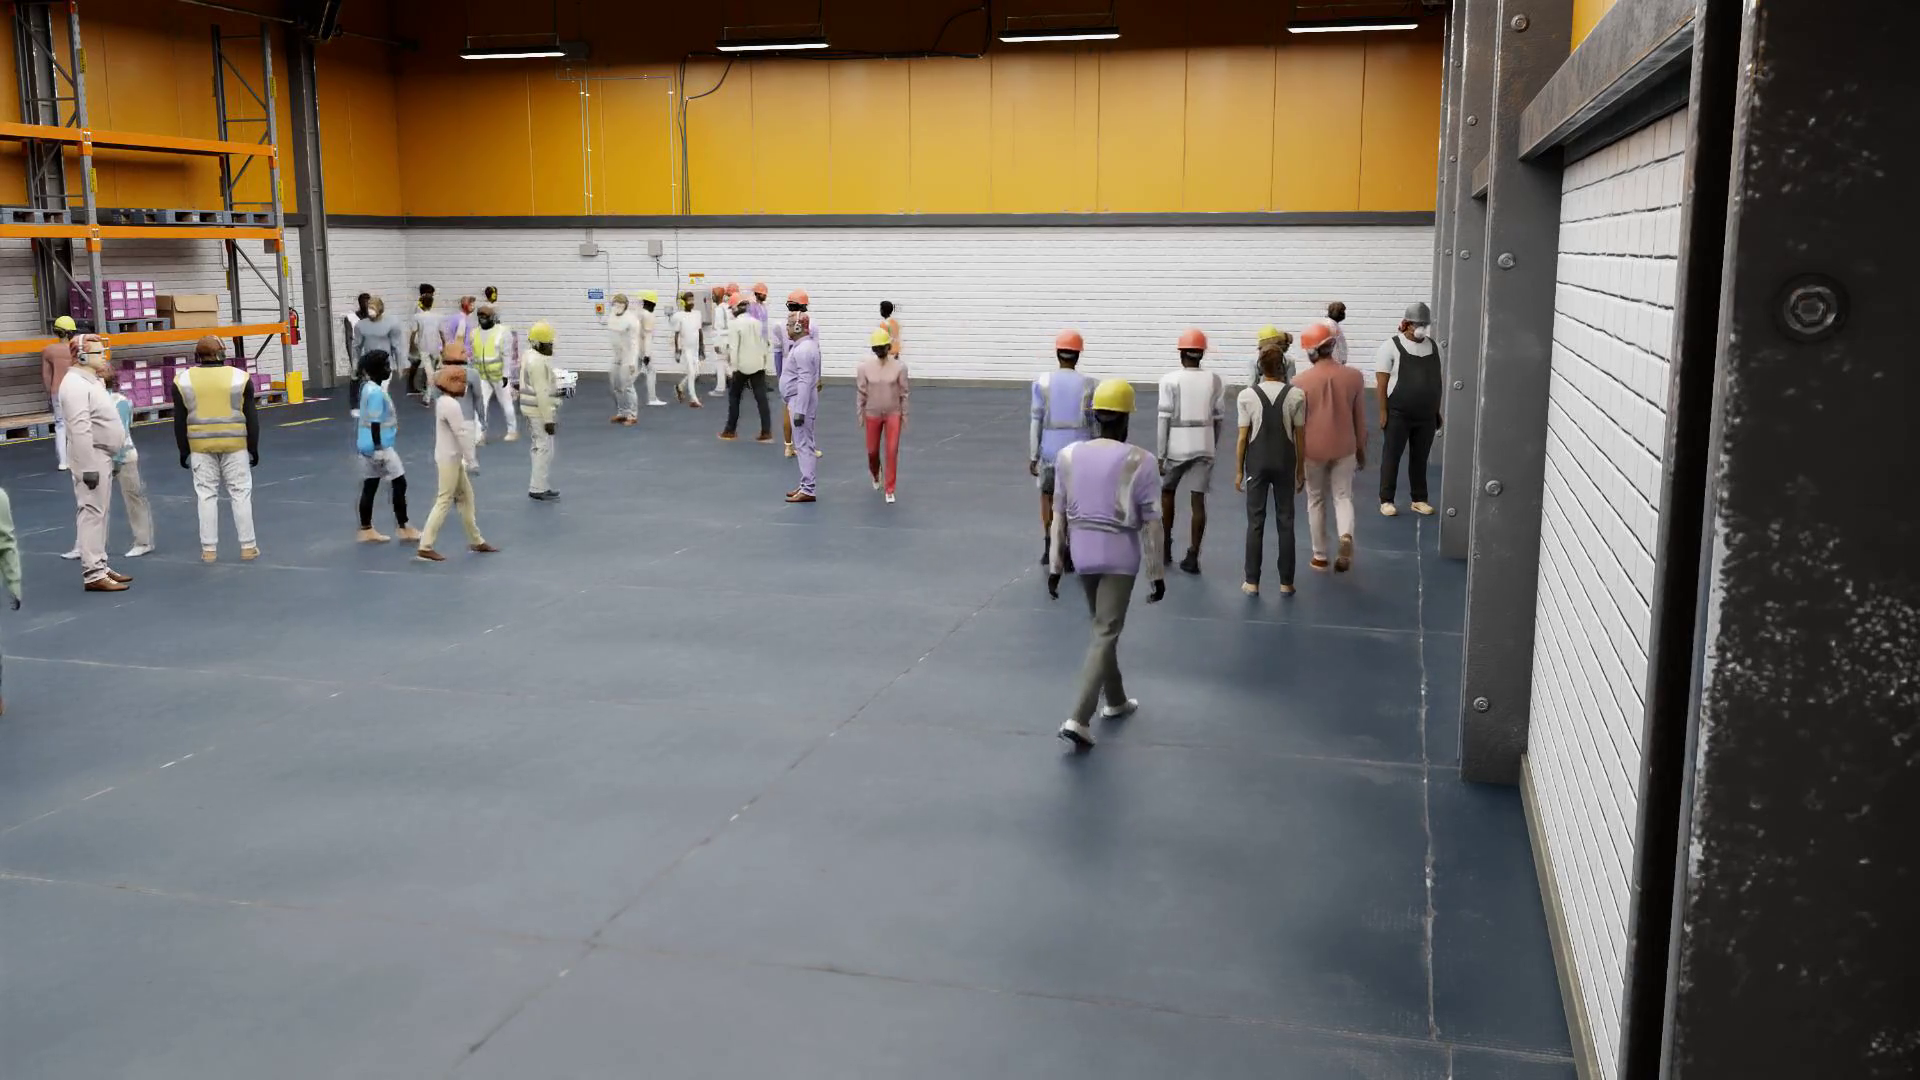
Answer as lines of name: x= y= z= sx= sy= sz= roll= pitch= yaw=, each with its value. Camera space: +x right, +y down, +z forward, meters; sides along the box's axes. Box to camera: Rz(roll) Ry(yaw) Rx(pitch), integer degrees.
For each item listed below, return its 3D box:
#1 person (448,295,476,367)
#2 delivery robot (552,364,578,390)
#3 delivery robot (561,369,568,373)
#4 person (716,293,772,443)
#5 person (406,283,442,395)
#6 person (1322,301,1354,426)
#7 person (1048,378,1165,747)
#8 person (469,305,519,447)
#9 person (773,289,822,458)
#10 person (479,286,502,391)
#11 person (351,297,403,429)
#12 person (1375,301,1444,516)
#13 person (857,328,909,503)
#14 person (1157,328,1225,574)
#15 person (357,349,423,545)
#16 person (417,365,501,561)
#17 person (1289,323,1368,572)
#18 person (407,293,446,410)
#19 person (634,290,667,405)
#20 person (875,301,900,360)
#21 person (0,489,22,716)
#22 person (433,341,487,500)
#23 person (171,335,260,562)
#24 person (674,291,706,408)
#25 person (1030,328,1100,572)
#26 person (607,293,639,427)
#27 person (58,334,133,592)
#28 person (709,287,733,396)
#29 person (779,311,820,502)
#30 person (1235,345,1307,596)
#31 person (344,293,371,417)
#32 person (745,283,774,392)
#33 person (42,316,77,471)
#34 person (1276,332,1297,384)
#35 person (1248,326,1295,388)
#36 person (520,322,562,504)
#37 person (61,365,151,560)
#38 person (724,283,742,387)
person: x=-7.596 y=-2.817 z=25.326 sx=0.493 sy=1.818 sz=0.581 roll=-3 pitch=10 yaw=-17
delivery robot: x=-6.842 y=-2.725 z=28.123 sx=0.707 sy=0.478 sz=0.477 roll=1 pitch=10 yaw=3
delivery robot: x=-7.103 y=-2.807 z=28.583 sx=0.707 sy=0.478 sz=0.477 roll=-3 pitch=10 yaw=-17
person: x=-2.818 y=-2.239 z=21.696 sx=0.901 sy=1.938 sz=0.669 roll=9 pitch=13 yaw=41
person: x=-9.207 y=-3.426 z=28.495 sx=0.663 sy=1.918 sz=0.619 roll=-6 pitch=12 yaw=-30
person: x=5.169 y=-2.455 z=23.371 sx=0.960 sy=1.805 sz=0.615 roll=4 pitch=11 yaw=19
person: x=0.744 y=0.101 z=8.646 sx=0.603 sy=1.885 sz=0.980 roll=7 pitch=12 yaw=33
person: x=-6.056 y=-2.134 z=21.527 sx=0.619 sy=1.802 sz=0.953 roll=1 pitch=10 yaw=8
person: x=-1.935 y=-1.988 z=20.003 sx=0.607 sy=2.044 sz=0.375 roll=4 pitch=11 yaw=19
person: x=-8.271 y=-3.568 z=29.482 sx=0.510 sy=1.855 sz=0.374 roll=9 pitch=14 yaw=42
person: x=-7.838 y=-2.333 z=22.439 sx=0.639 sy=1.896 sz=1.049 roll=2 pitch=10 yaw=10
person: x=4.313 y=-1.247 z=15.810 sx=0.679 sy=2.000 sz=0.537 roll=-2 pitch=10 yaw=-13
person: x=-0.770 y=-1.267 z=16.764 sx=0.527 sy=1.746 sz=0.583 roll=0 pitch=10 yaw=-1
person: x=1.793 y=-0.723 z=13.208 sx=0.556 sy=1.901 sz=0.815 roll=-1 pitch=10 yaw=-7
person: x=-4.856 y=-0.792 z=14.240 sx=0.683 sy=1.671 sz=0.553 roll=-5 pitch=11 yaw=-25
person: x=-4.154 y=-0.631 z=13.605 sx=0.601 sy=1.621 sz=0.510 roll=-4 pitch=11 yaw=-22
person: x=2.859 y=-0.687 z=12.854 sx=0.641 sy=1.966 sz=0.702 roll=0 pitch=10 yaw=-1
person: x=-8.372 y=-2.958 z=26.168 sx=0.967 sy=1.816 sz=0.515 roll=9 pitch=14 yaw=43
person: x=-5.118 y=-3.047 z=26.501 sx=0.874 sy=1.875 sz=0.657 roll=-7 pitch=12 yaw=-36
person: x=-1.221 y=-3.006 z=26.764 sx=0.526 sy=1.677 sz=0.557 roll=4 pitch=11 yaw=21
person: x=-5.192 y=0.236 z=8.682 sx=0.506 sy=1.600 sz=0.832 roll=-6 pitch=12 yaw=-31
person: x=-5.075 y=-1.198 z=16.751 sx=0.505 sy=1.608 sz=0.686 roll=1 pitch=10 yaw=8
person: x=-6.026 y=-0.741 z=13.520 sx=0.625 sy=1.840 sz=0.430 roll=-4 pitch=11 yaw=-20
person: x=-4.332 y=-3.042 z=26.520 sx=0.745 sy=1.854 sz=0.521 roll=9 pitch=13 yaw=41
person: x=0.831 y=-0.701 z=13.065 sx=0.556 sy=1.919 sz=0.419 roll=1 pitch=10 yaw=4
person: x=-4.756 y=-2.544 z=23.563 sx=0.658 sy=1.896 sz=0.475 roll=8 pitch=13 yaw=39
person: x=-6.428 y=-0.576 z=12.389 sx=0.406 sy=1.911 sz=0.637 roll=-4 pitch=11 yaw=-20
person: x=-4.039 y=-3.382 z=28.381 sx=0.491 sy=1.872 sz=0.605 roll=2 pitch=10 yaw=9
person: x=-1.609 y=-1.334 z=16.681 sx=0.408 sy=1.906 sz=0.654 roll=0 pitch=10 yaw=-2
person: x=2.271 y=-0.501 z=12.159 sx=0.500 sy=1.840 sz=0.341 roll=1 pitch=10 yaw=7
person: x=-8.834 y=-2.724 z=24.690 sx=0.609 sy=1.864 sz=1.023 roll=-9 pitch=13 yaw=-41
person: x=-3.539 y=-3.554 z=29.224 sx=0.474 sy=1.923 sz=0.542 roll=3 pitch=11 yaw=18
person: x=-10.142 y=-1.664 z=18.952 sx=0.531 sy=1.767 sz=0.328 roll=0 pitch=10 yaw=1
person: x=3.476 y=-1.447 z=18.104 sx=0.343 sy=1.638 sz=0.533 roll=-5 pitch=11 yaw=-24
person: x=3.362 y=-1.448 z=17.929 sx=0.529 sy=1.690 sz=0.866 roll=2 pitch=10 yaw=10
person: x=-4.205 y=-1.270 z=16.664 sx=0.438 sy=1.793 sz=0.637 roll=-4 pitch=11 yaw=-22
person: x=-6.946 y=-0.618 z=13.476 sx=0.512 sy=1.607 sz=0.753 roll=4 pitch=11 yaw=22
person: x=-4.134 y=-3.687 z=30.030 sx=0.477 sy=1.907 sz=0.552 roll=2 pitch=10 yaw=12
